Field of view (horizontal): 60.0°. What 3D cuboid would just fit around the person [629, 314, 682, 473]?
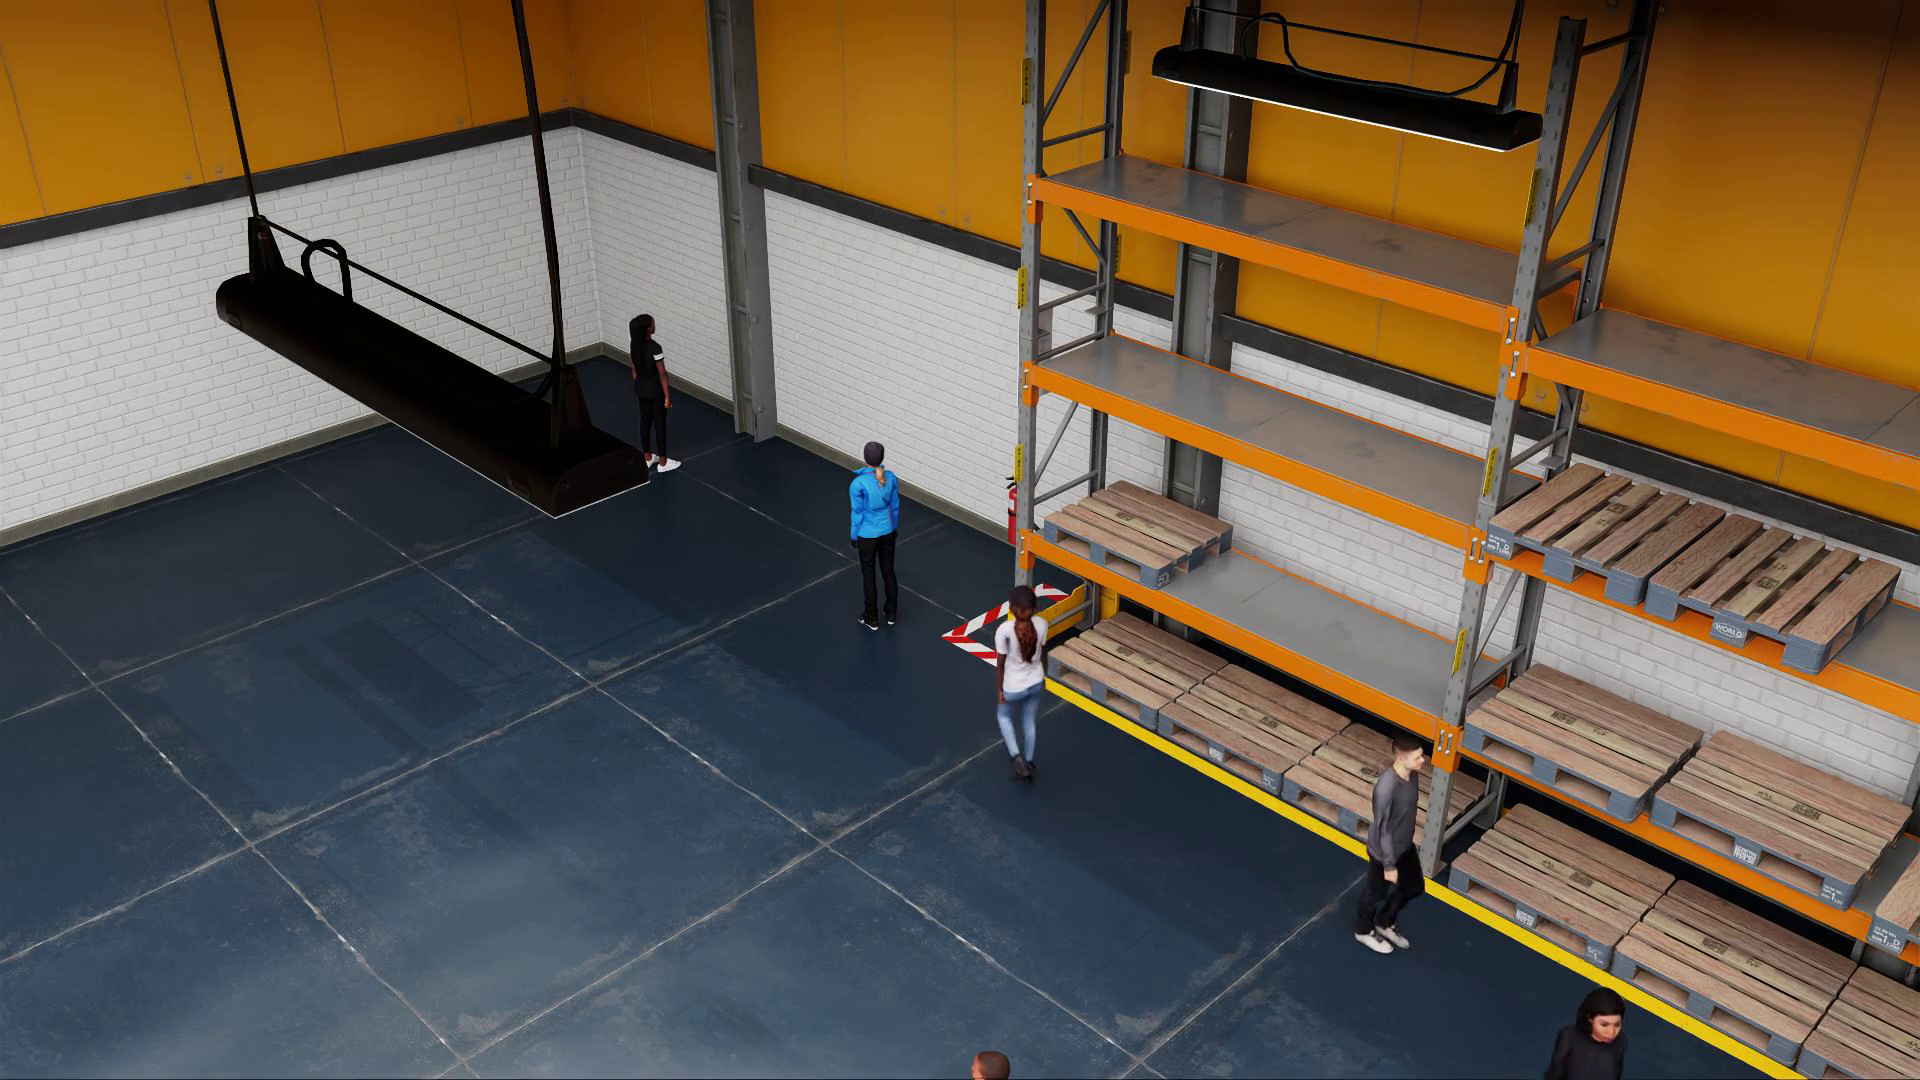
[{"bbox_3d":[-3.236,-1.557,17.444,0.548,1.729,0.714,19,34,30],"label":"person"}]

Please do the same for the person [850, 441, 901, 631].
[{"bbox_3d":[-0.736,-0.045,14.601,0.676,1.797,0.626,-14,32,-24],"label":"person"}]

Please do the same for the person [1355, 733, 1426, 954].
[{"bbox_3d":[2.752,1.978,10.942,0.655,1.749,0.659,20,34,31],"label":"person"}]

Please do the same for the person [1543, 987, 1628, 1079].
[{"bbox_3d":[3.333,3.030,9.078,0.743,1.688,0.801,4,29,8],"label":"person"}]

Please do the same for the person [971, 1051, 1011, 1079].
[{"bbox_3d":[0.192,3.278,9.021,0.556,1.308,0.534,11,30,18],"label":"person"}]

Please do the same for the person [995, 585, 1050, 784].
[{"bbox_3d":[0.501,1.141,12.520,0.739,1.709,0.810,-9,30,-16],"label":"person"}]
